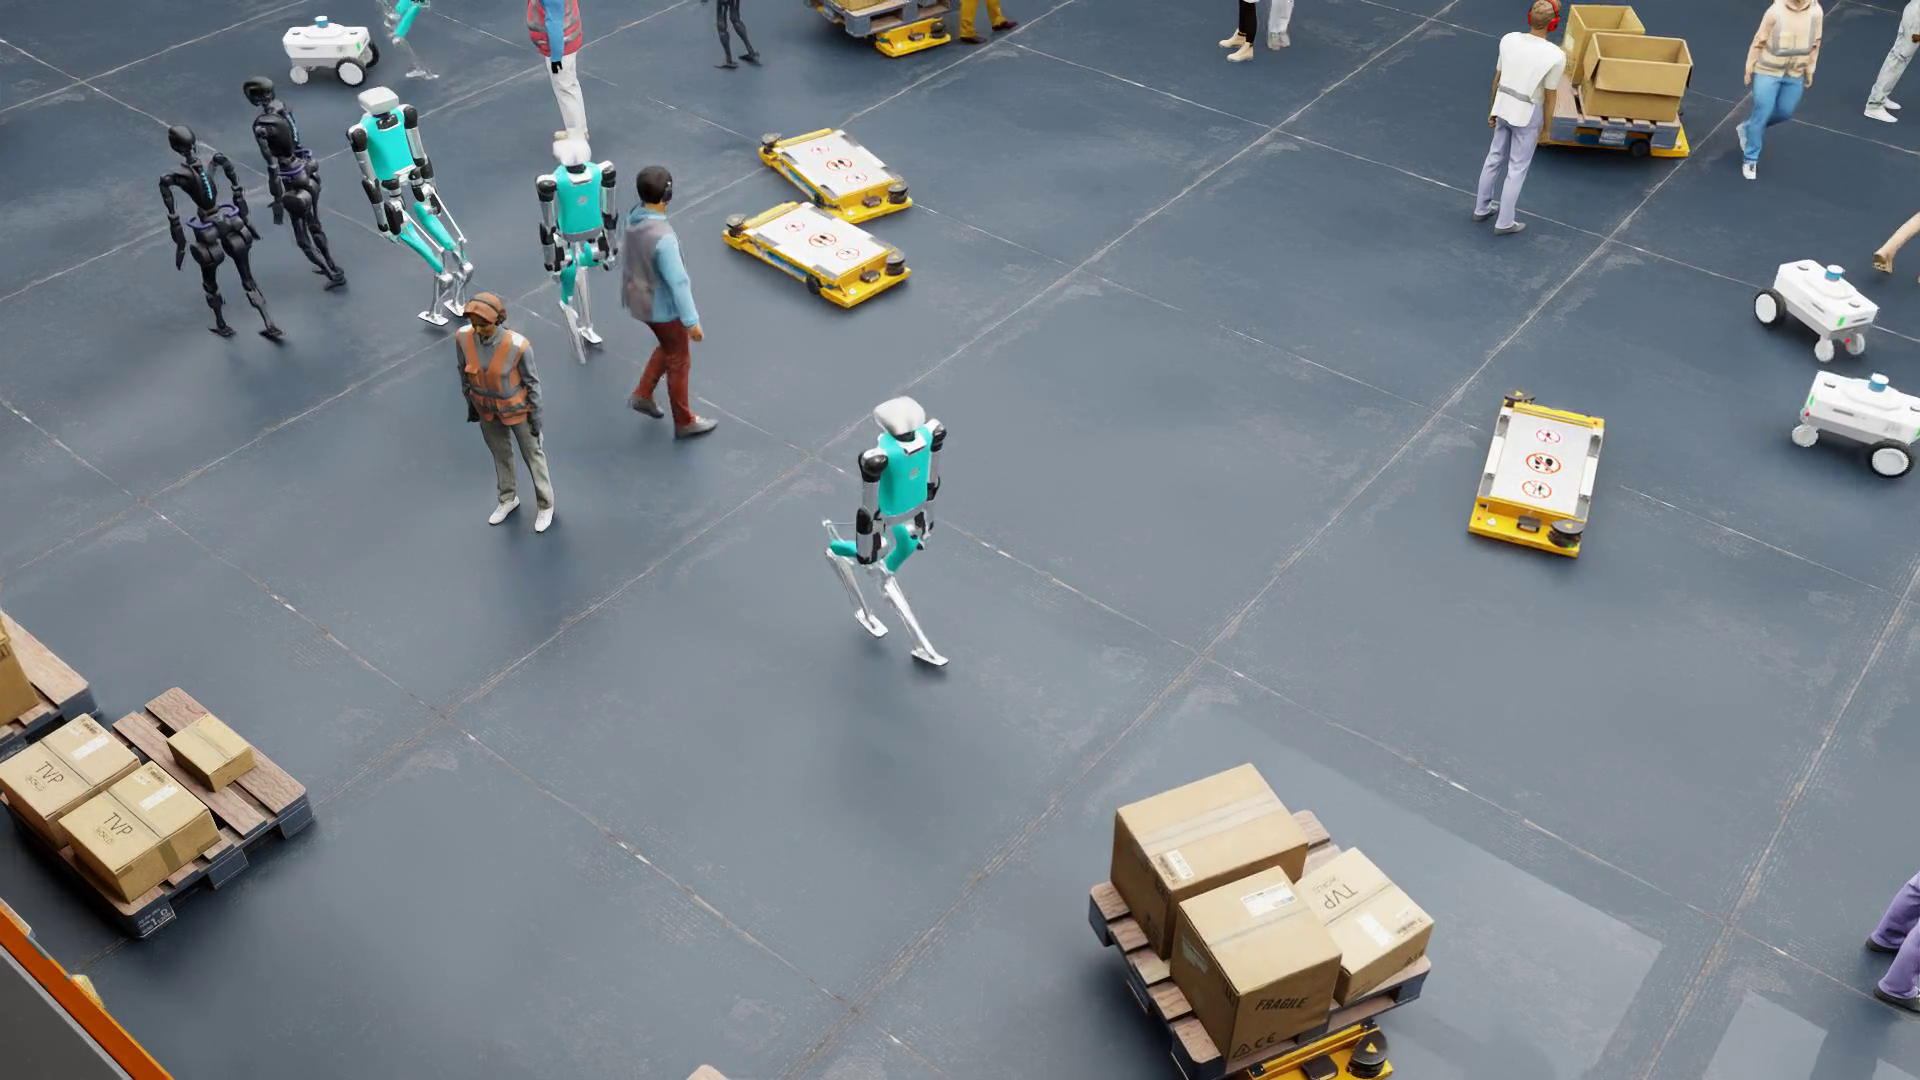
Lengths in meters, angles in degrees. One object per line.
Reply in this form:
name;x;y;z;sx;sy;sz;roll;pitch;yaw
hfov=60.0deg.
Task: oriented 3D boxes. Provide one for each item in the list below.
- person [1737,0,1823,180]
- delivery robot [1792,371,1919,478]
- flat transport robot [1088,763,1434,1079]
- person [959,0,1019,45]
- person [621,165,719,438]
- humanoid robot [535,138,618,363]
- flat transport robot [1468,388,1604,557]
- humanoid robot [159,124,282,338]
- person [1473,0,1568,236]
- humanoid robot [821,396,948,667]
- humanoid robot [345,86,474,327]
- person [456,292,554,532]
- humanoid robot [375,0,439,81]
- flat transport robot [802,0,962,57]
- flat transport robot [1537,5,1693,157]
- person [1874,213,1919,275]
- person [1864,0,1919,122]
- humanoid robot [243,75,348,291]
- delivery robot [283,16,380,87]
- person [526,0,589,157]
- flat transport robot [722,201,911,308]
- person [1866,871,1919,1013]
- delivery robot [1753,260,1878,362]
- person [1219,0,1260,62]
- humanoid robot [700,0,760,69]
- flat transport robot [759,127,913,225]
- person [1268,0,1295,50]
person;6.614;-3.806;13.444;0.524;1.706;0.586;-1;40;-1
delivery robot;5.890;-0.789;10.800;0.815;0.614;0.499;22;45;24
flat transport robot;1.335;1.988;7.740;0.659;0.231;1.431;-16;43;-18
person;0.303;-5.463;15.376;0.734;1.728;0.526;-12;42;-14
person;-1.901;-1.476;10.588;0.452;1.854;0.636;-21;45;-23
humanoid robot;-2.636;-1.995;11.343;0.549;1.804;0.865;-21;45;-23
flat transport robot;3.699;-0.451;10.609;0.659;0.231;1.431;15;43;17
humanoid robot;-5.146;-2.120;11.496;0.598;1.643;0.595;29;48;29
person;4.238;-3.201;12.637;0.396;1.838;0.558;-24;46;-25
humanoid robot;-0.435;-0.078;9.045;0.550;1.777;0.874;-31;49;-31
humanoid robot;-3.712;-2.256;11.528;0.748;1.698;0.530;26;47;27
person;-2.711;-0.768;9.922;0.510;1.639;0.306;10;41;12
humanoid robot;-4.937;-4.876;14.691;0.758;1.779;0.541;-14;42;-16
flat transport robot;-0.756;-5.038;16.005;0.659;0.231;1.431;-24;46;-26
flat transport robot;5.476;-3.558;14.263;1.431;0.231;0.659;7;41;8
person;7.187;-2.609;12.021;0.643;1.724;0.495;-7;41;-8
person;8.176;-4.426;14.157;0.345;1.733;0.484;18;44;20
humanoid robot;-4.790;-2.586;12.058;0.386;1.665;0.587;1;40;2
delivery robot;-5.717;-4.455;15.084;0.768;0.576;0.499;0;40;0
person;-3.308;-4.071;13.666;0.429;1.831;0.634;-6;41;-7
flat transport robot;-1.107;-2.219;12.688;1.431;0.231;0.659;32;50;32
person;4.431;1.360;7.272;0.391;1.836;0.559;11;42;12
delivery robot;6.116;-1.683;11.830;0.499;0.586;0.773;-12;42;-14
person;2.611;-5.211;15.104;0.315;1.695;0.539;-3;40;-4
humanoid robot;-2.094;-5.061;14.945;0.374;1.650;0.600;16;43;18
flat transport robot;-1.032;-3.010;13.618;0.659;0.231;1.431;-22;45;-24
person;3.078;-5.400;15.195;0.571;1.869;0.558;-6;41;-7
